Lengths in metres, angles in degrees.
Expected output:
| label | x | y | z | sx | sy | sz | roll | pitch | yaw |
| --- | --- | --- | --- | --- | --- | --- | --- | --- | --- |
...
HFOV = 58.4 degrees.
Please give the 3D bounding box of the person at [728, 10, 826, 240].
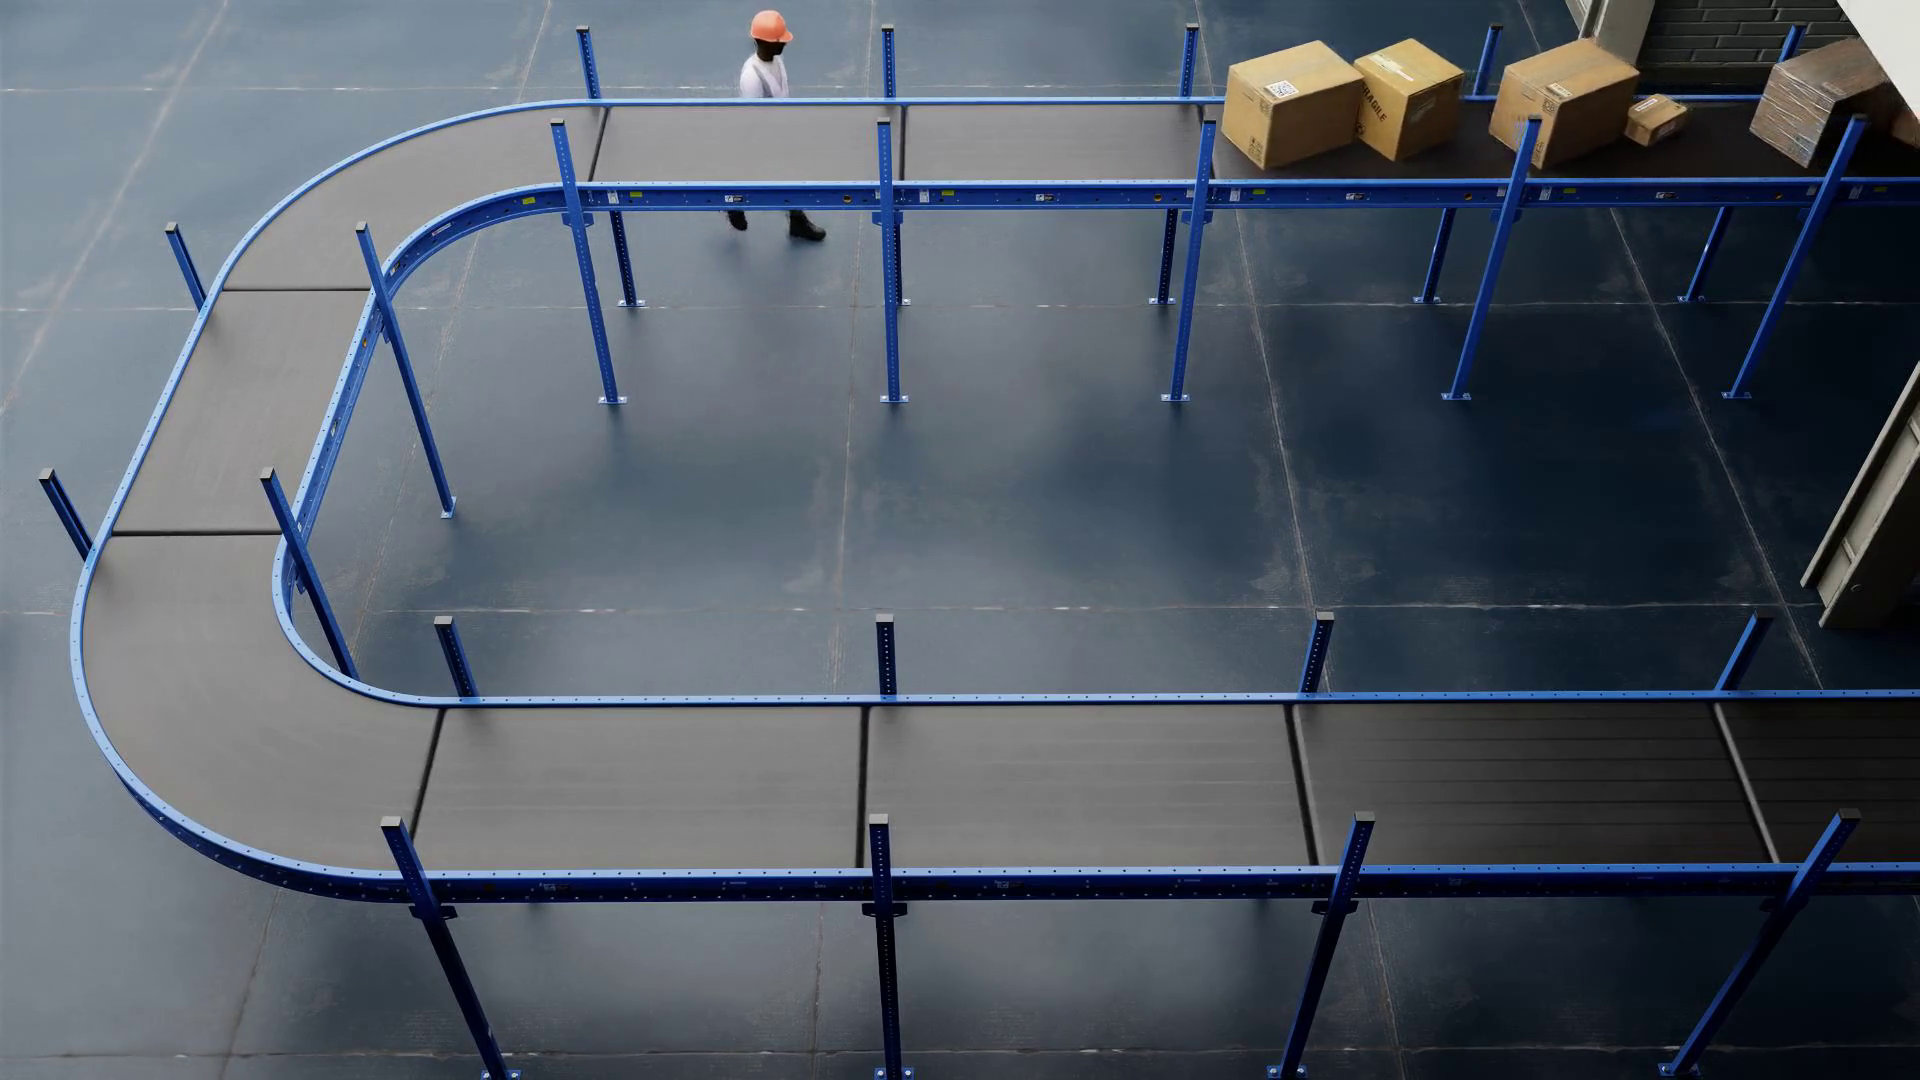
| label | x | y | z | sx | sy | sz | roll | pitch | yaw |
| --- | --- | --- | --- | --- | --- | --- | --- | --- | --- |
| person | -1.440 | -3.061 | 12.820 | 0.721 | 1.919 | 0.591 | 16 | 49 | 15 |
